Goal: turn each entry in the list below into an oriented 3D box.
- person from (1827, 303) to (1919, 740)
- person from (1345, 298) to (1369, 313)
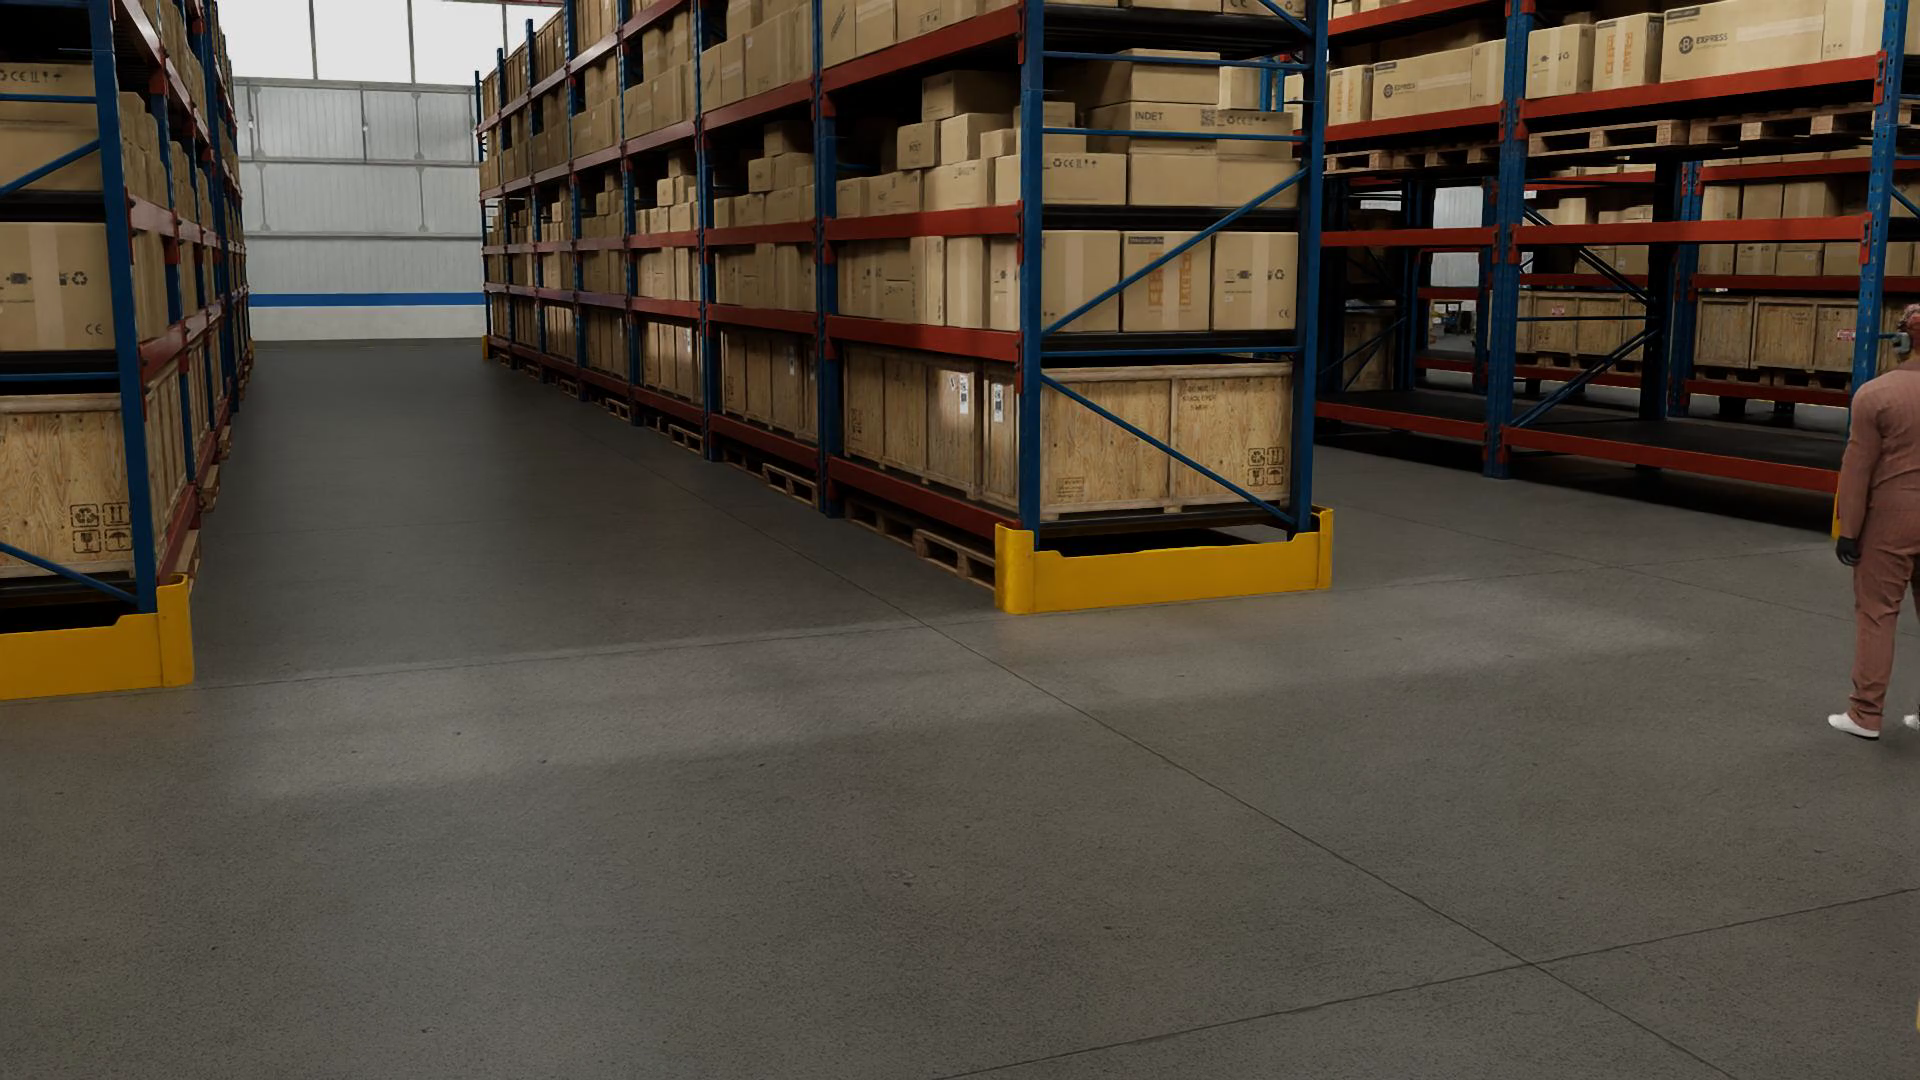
[{"bbox_3d":[4.116,-0.070,7.231,0.649,1.899,0.398,0,9,0],"label":"person"},{"bbox_3d":[5.780,-2.939,24.669,0.597,1.808,0.493,-3,10,-19],"label":"person"}]
